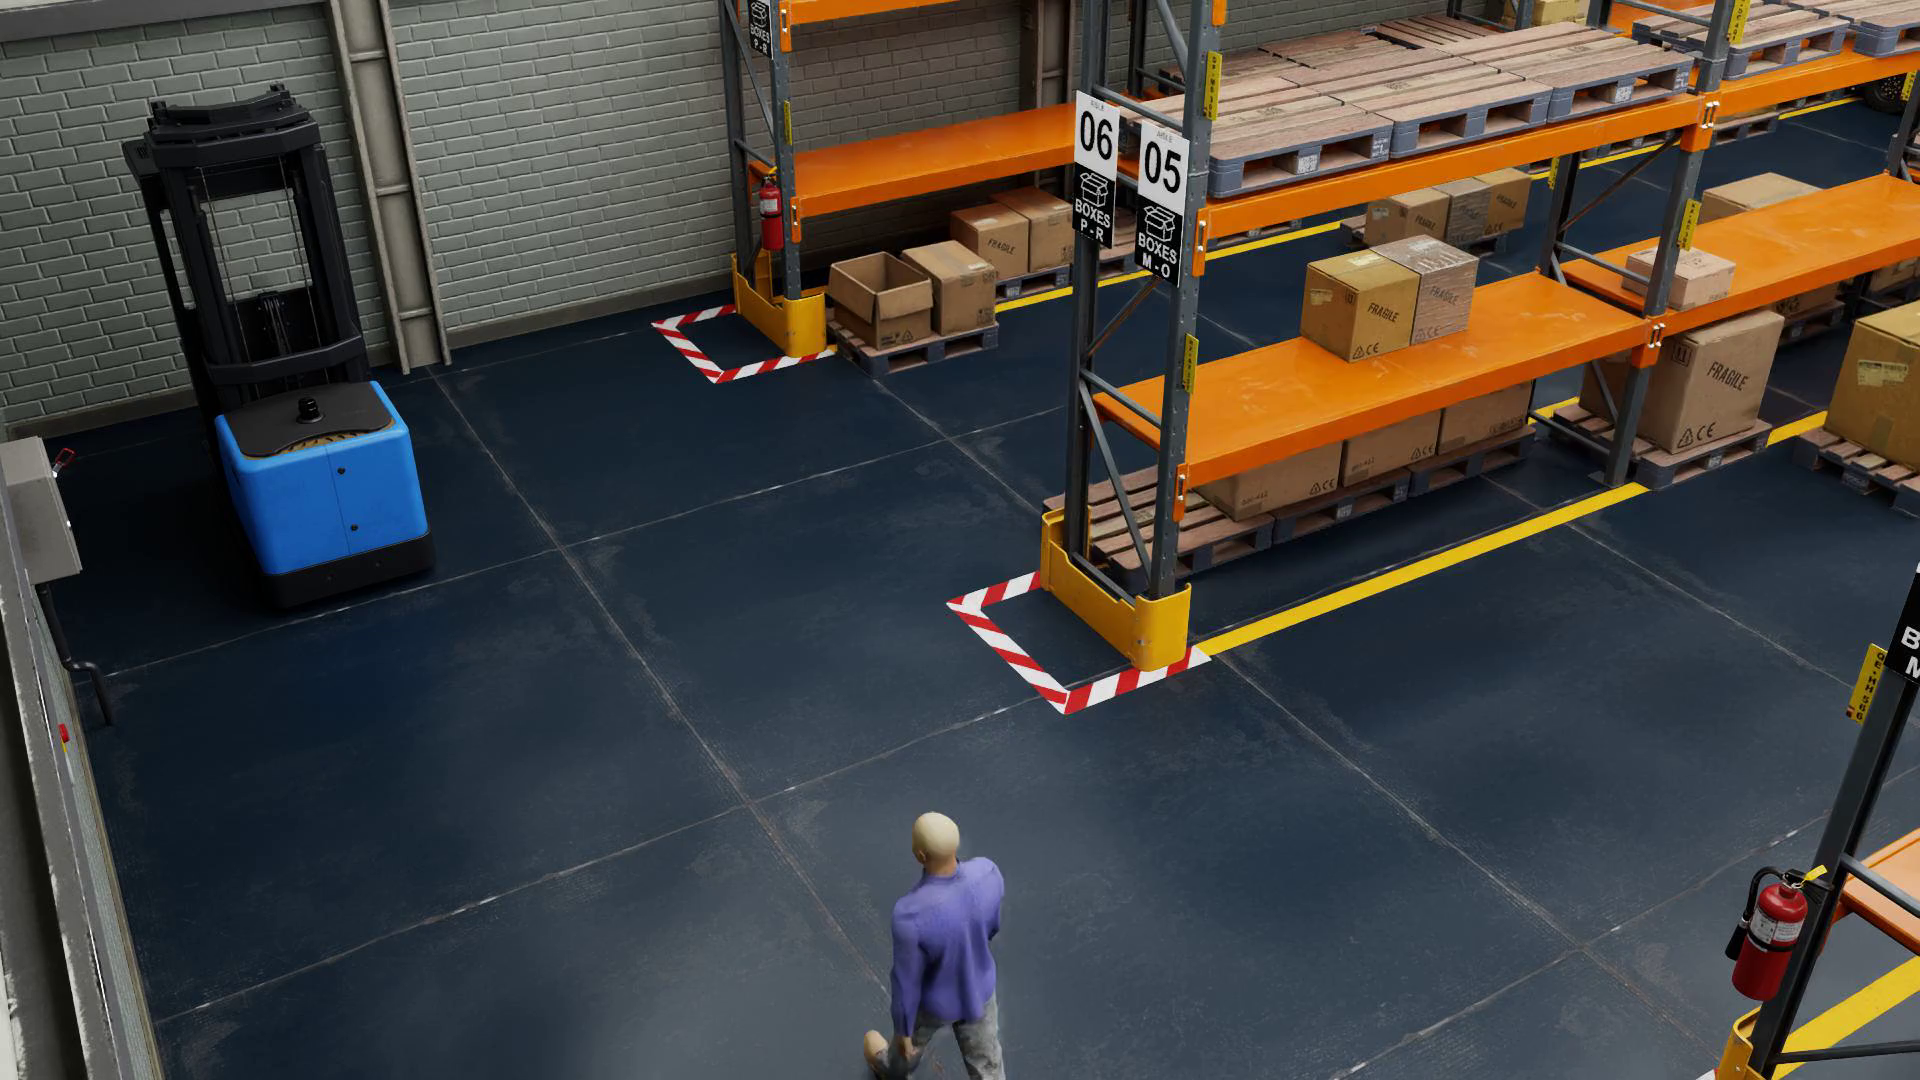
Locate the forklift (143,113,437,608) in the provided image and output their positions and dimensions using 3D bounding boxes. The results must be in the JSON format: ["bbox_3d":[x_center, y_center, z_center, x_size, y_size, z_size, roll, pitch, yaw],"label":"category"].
[{"bbox_3d":[-4.289,-1.259,10.509,1.129,2.768,1.873,-17,36,-26],"label":"forklift"}]

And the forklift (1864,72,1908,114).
[{"bbox_3d":[11.468,-5.645,18.244,1.214,2.155,2.313,-17,36,-26],"label":"forklift"}]

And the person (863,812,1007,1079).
[{"bbox_3d":[-0.068,1.770,6.676,0.592,1.747,0.967,-17,35,-25],"label":"person"}]
